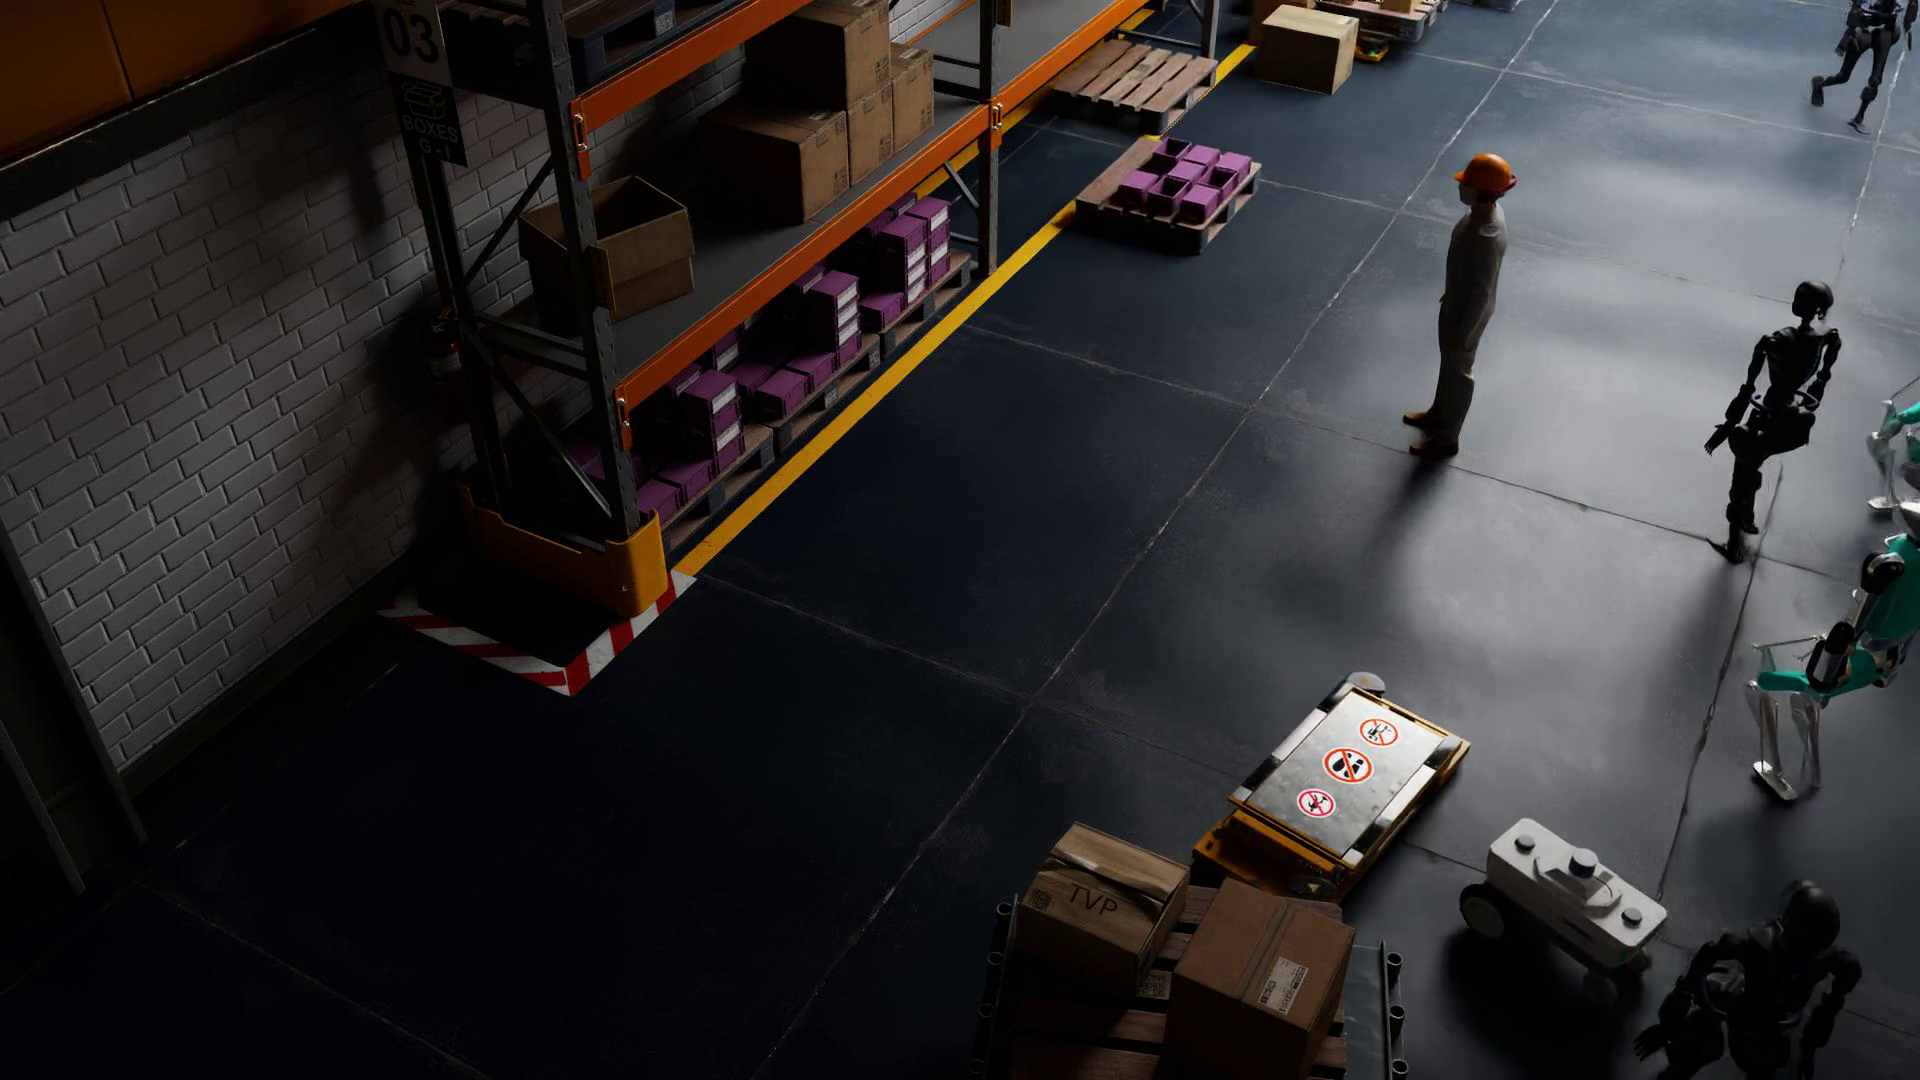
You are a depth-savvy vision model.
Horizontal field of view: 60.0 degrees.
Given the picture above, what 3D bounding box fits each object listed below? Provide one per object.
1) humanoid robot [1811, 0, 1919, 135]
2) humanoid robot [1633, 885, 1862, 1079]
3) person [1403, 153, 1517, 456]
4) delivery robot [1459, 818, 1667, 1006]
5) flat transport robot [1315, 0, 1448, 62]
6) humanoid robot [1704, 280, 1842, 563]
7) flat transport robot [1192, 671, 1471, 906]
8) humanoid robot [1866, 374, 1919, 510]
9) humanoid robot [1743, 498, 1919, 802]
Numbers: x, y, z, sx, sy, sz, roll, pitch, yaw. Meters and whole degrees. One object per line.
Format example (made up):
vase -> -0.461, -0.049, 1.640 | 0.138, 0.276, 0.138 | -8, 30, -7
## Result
humanoid robot -> 7.300, -4.137, 13.287 | 0.591, 1.633, 0.675 | -4, 39, -5
humanoid robot -> 2.756, 1.769, 5.889 | 0.616, 1.632, 0.536 | 5, 39, 7
person -> 2.897, -1.346, 9.602 | 0.366, 1.897, 0.570 | 5, 39, 7
delivery robot -> 2.571, 1.540, 7.081 | 0.499, 0.614, 0.815 | -28, 46, -30
flat transport robot -> 3.717, -4.728, 15.130 | 0.659, 0.231, 1.431 | 19, 42, 22
humanoid robot -> 4.321, -0.627, 8.882 | 0.609, 1.646, 0.363 | -10, 40, -13
flat transport robot -> 1.759, 1.175, 7.750 | 0.659, 0.231, 1.431 | 28, 46, 30
humanoid robot -> 5.362, -0.824, 9.025 | 0.737, 1.723, 0.531 | -5, 39, -7
humanoid robot -> 3.894, 0.473, 7.478 | 0.538, 1.830, 0.664 | -15, 41, -18
